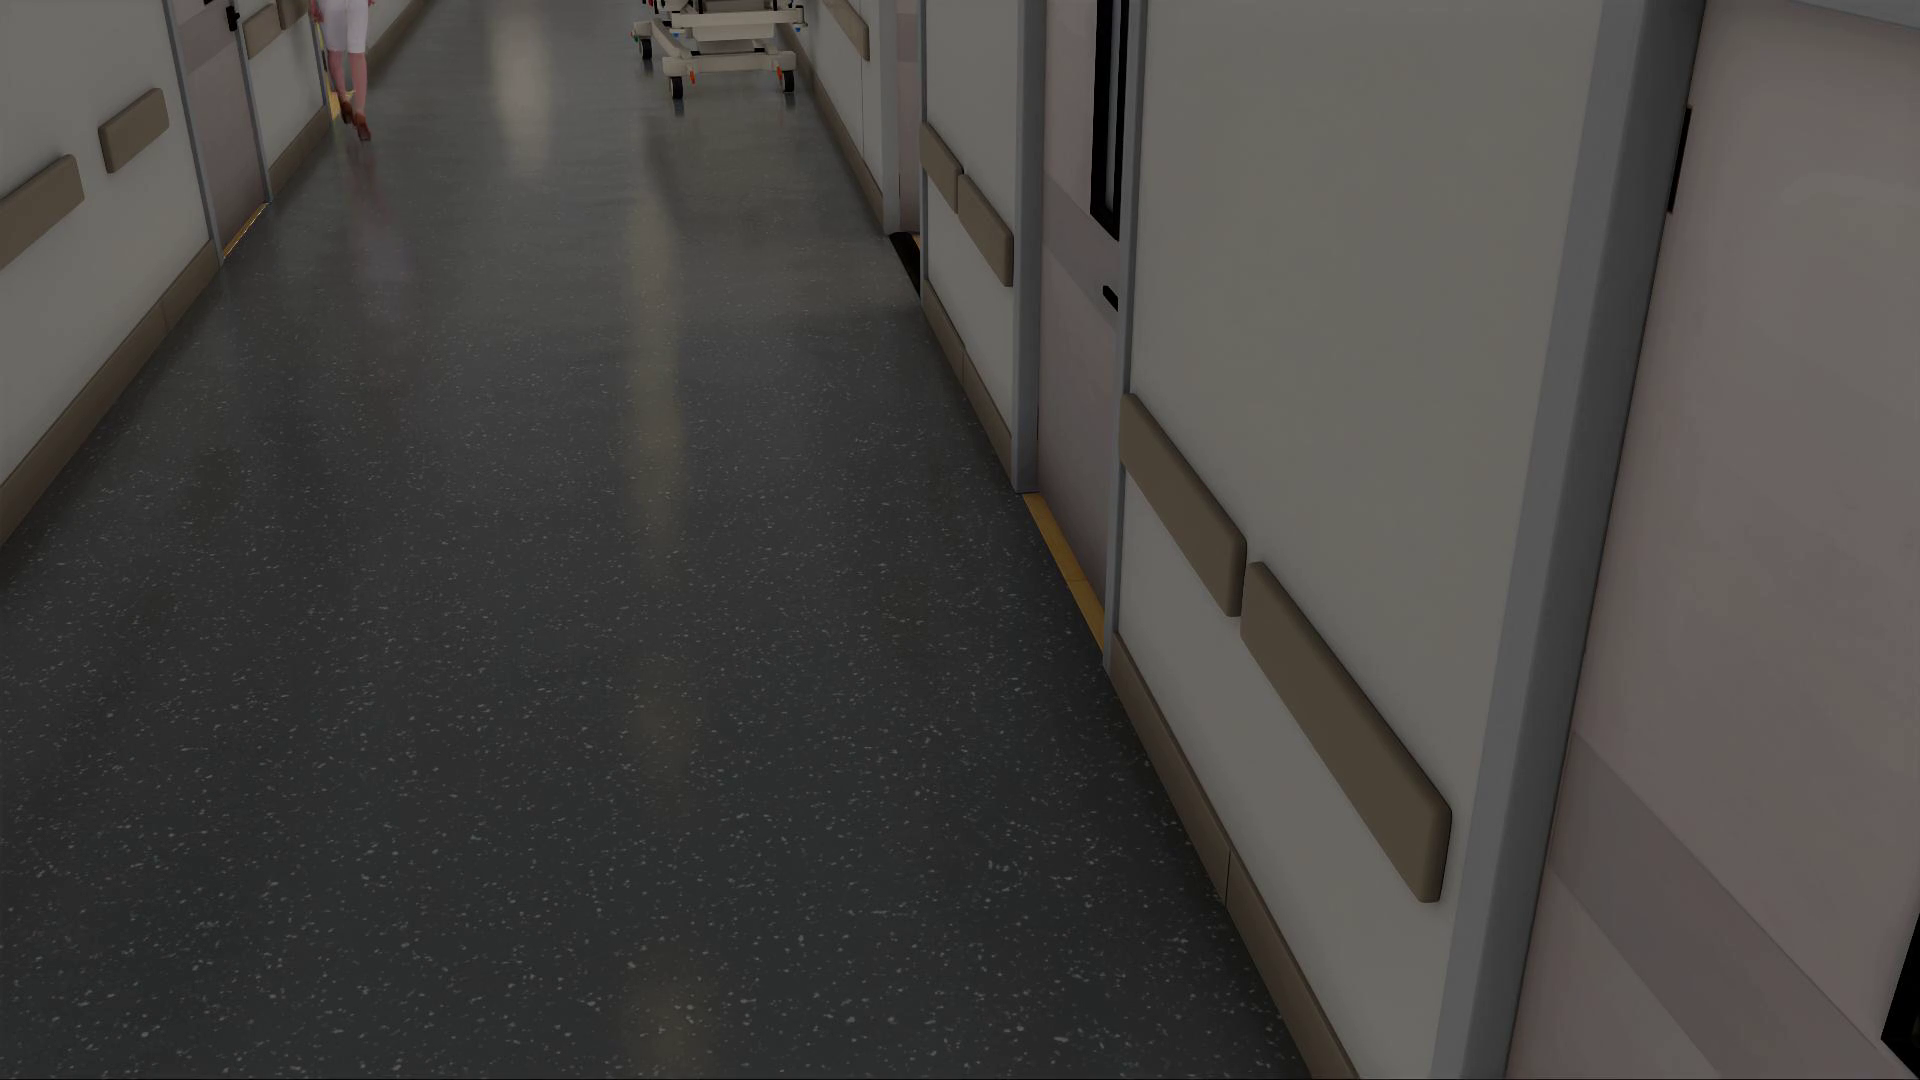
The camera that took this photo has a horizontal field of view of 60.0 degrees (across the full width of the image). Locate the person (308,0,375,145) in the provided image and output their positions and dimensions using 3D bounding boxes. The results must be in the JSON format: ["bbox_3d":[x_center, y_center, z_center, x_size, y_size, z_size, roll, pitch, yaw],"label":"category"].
[{"bbox_3d":[-4.012,-3.462,10.815,0.914,1.754,0.703,-8,27,-16],"label":"person"}]
